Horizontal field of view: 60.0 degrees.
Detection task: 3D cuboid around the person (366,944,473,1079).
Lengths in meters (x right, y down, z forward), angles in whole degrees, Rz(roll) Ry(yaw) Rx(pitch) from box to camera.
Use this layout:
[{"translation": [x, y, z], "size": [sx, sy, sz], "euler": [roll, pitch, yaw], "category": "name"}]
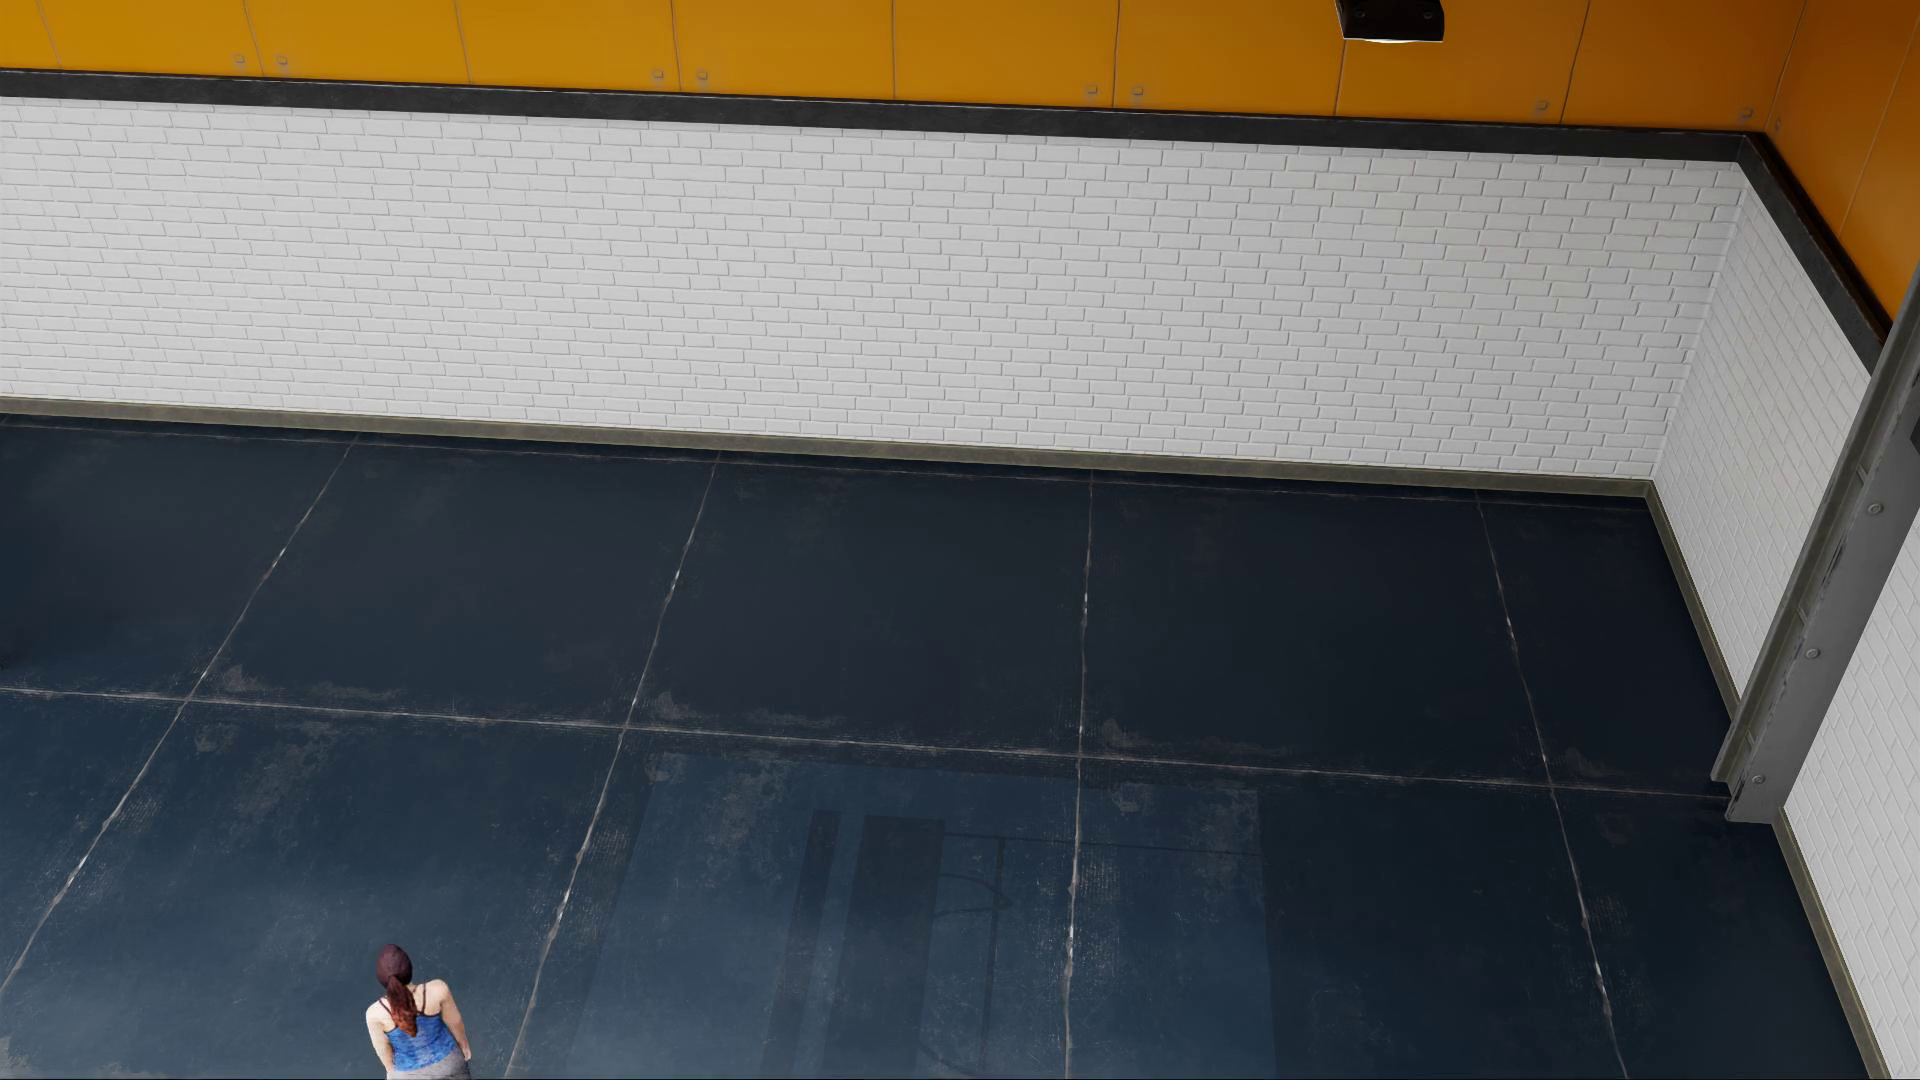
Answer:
[{"translation": [-2.570, 2.565, 8.047], "size": [0.819, 1.596, 0.951], "euler": [-18, 42, -21], "category": "person"}]
